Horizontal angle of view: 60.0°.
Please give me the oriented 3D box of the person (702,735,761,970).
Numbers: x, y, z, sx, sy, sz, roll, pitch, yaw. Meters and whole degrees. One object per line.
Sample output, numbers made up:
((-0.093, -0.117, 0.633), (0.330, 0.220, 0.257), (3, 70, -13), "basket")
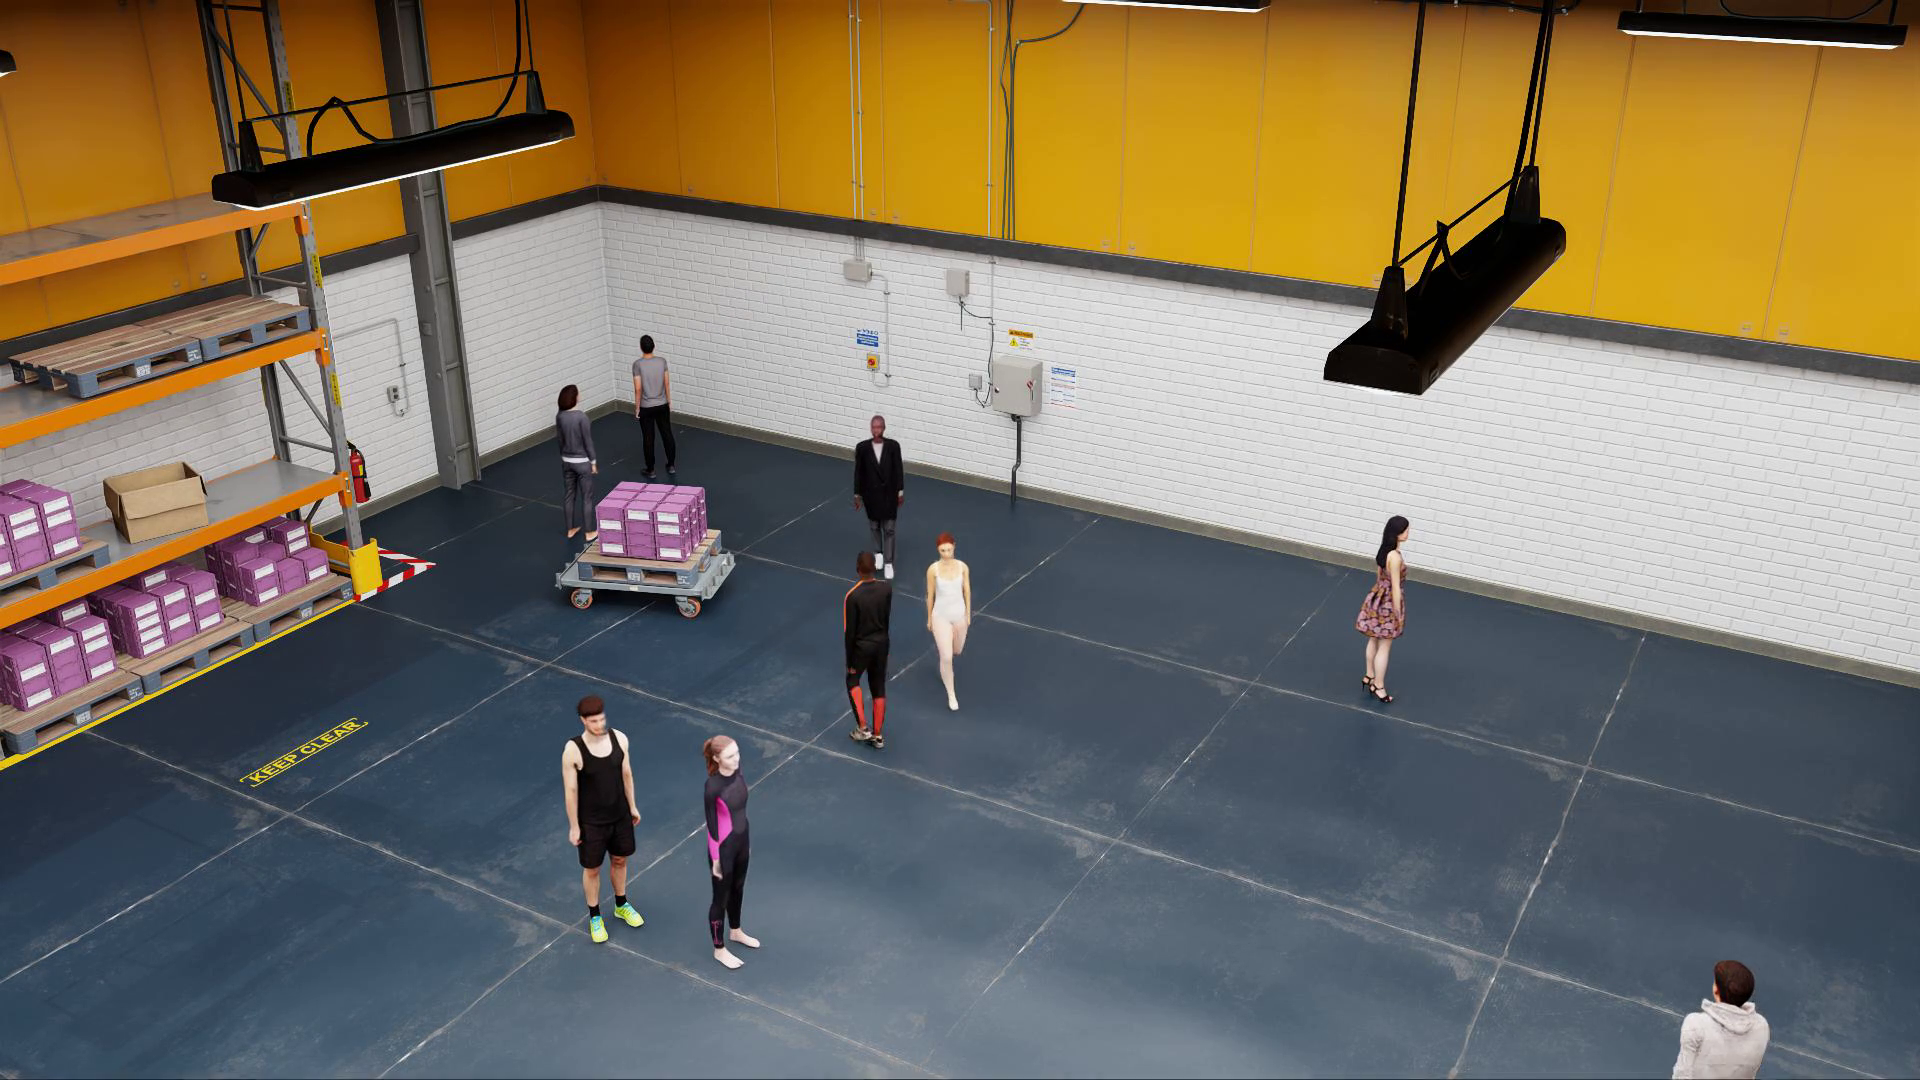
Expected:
((-1.601, 2.116, 11.514), (0.624, 1.752, 0.494), (12, 26, 25), "person")

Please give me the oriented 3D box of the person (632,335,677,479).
((-3.700, -1.624, 20.066), (0.656, 1.754, 0.771), (-14, 27, -29), "person")

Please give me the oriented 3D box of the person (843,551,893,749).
((-0.727, 0.967, 14.095), (0.723, 1.791, 0.807), (-12, 26, -26), "person")

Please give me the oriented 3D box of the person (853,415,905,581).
((-0.833, -0.508, 17.529), (0.892, 1.742, 0.989), (1, 24, 1), "person")

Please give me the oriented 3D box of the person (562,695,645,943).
((-2.524, 1.932, 11.760), (0.657, 1.892, 0.831), (-18, 29, -35), "person")

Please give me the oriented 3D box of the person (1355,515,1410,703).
((3.833, 0.608, 14.933), (0.862, 1.777, 0.788), (-2, 24, -5), "person")

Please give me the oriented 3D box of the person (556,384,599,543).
((-4.220, -0.860, 18.306), (0.637, 1.764, 0.557), (9, 25, 20), "person")

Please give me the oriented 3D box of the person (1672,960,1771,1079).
((4.124, 3.169, 9.050), (1.118, 1.795, 1.323), (-2, 24, -4), "person")

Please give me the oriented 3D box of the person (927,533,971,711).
((-0.122, 0.671, 14.987), (0.963, 1.618, 1.002), (-7, 25, -16), "person")
